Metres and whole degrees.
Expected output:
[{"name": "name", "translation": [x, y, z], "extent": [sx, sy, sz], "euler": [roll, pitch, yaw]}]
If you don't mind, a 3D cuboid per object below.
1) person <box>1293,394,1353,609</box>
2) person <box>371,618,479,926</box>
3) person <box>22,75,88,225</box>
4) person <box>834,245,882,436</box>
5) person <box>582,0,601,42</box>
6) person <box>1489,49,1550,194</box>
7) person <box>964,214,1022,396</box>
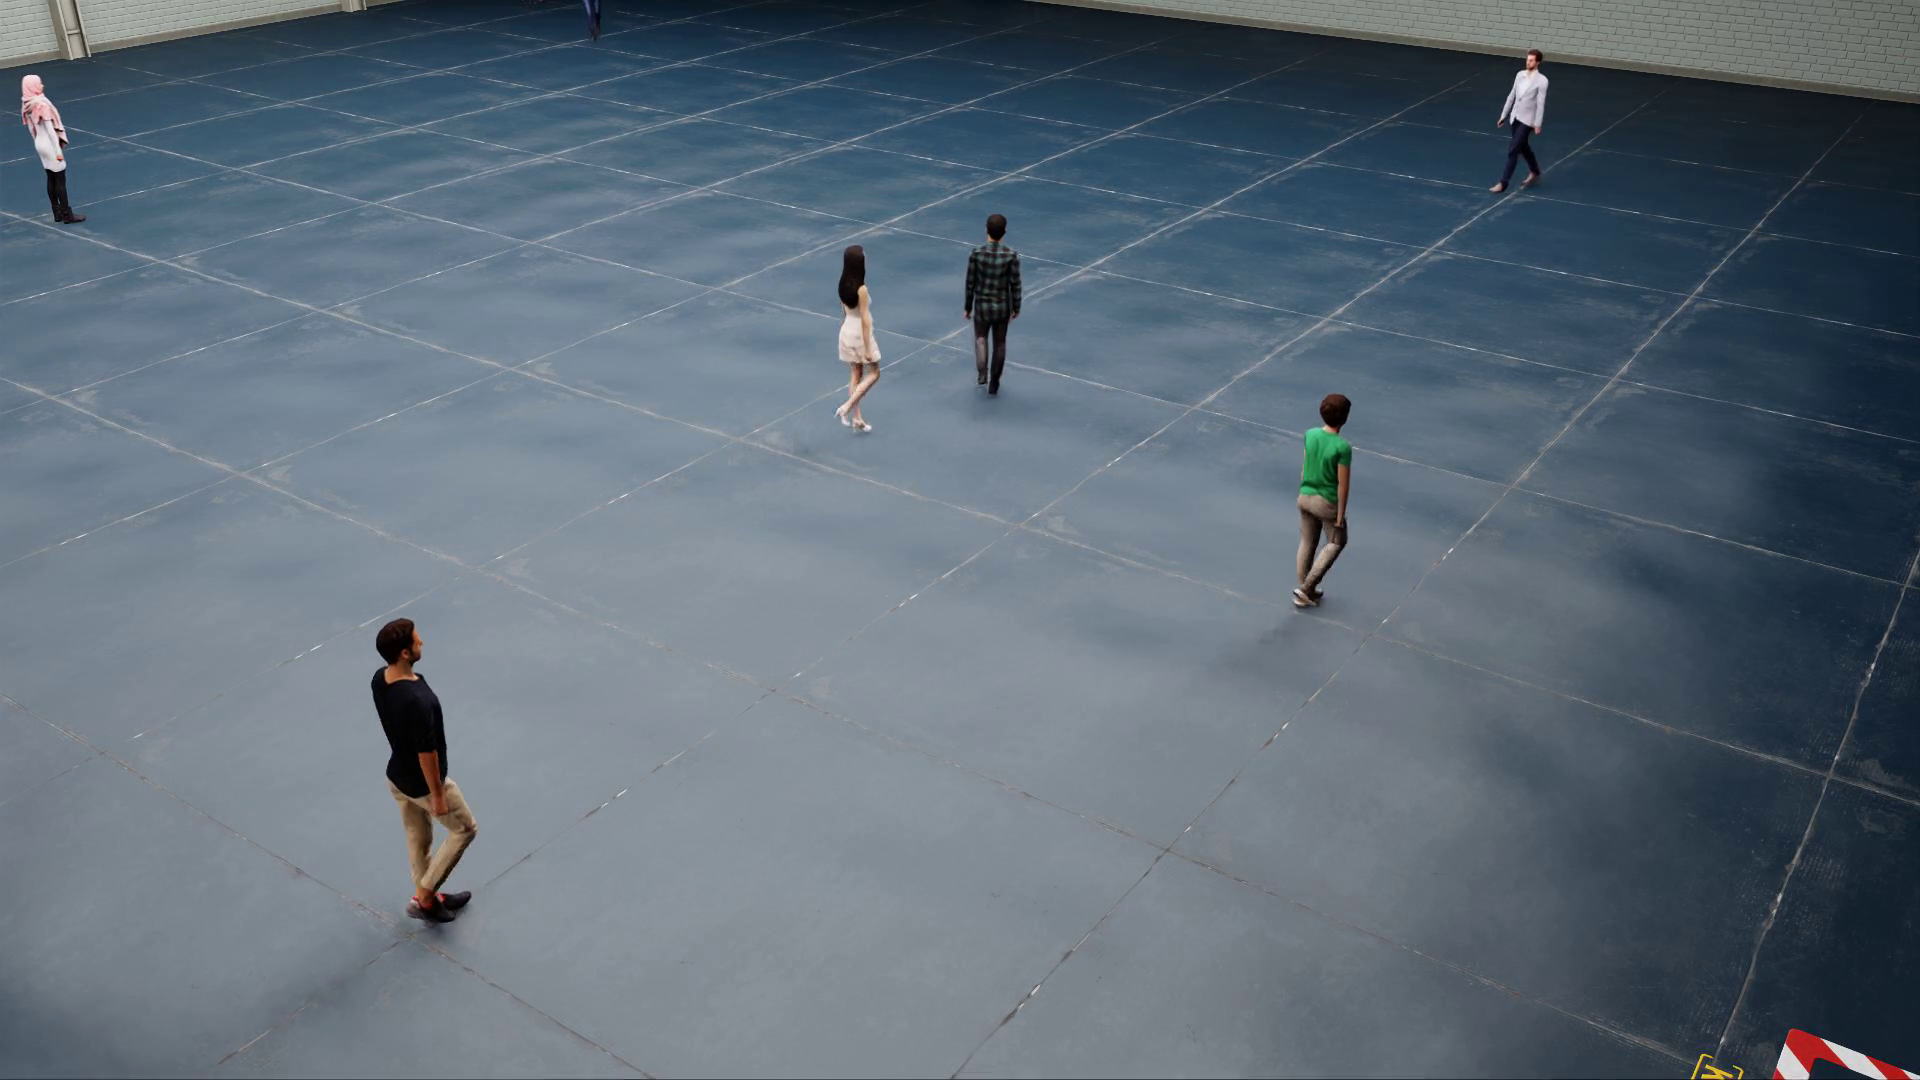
[{"name": "person", "translation": [2.513, -0.234, 11.798], "extent": [0.741, 1.639, 0.652], "euler": [-24, 36, -39]}, {"name": "person", "translation": [-2.880, 1.272, 8.644], "extent": [0.703, 1.850, 0.701], "euler": [23, 35, 38]}, {"name": "person", "translation": [-11.251, -4.829, 20.544], "extent": [0.615, 1.803, 0.569], "euler": [19, 33, 32]}, {"name": "person", "translation": [-0.972, -1.716, 14.579], "extent": [0.778, 1.729, 0.714], "euler": [-17, 32, -30]}, {"name": "person", "translation": [-6.925, -10.289, 31.254], "extent": [1.059, 1.706, 1.154], "euler": [-3, 27, -6]}, {"name": "person", "translation": [7.467, -5.505, 21.846], "extent": [1.296, 1.812, 1.096], "euler": [-12, 29, -22]}, {"name": "person", "translation": [0.284, -2.154, 15.388], "extent": [0.793, 1.706, 0.761], "euler": [3, 27, 5]}]
